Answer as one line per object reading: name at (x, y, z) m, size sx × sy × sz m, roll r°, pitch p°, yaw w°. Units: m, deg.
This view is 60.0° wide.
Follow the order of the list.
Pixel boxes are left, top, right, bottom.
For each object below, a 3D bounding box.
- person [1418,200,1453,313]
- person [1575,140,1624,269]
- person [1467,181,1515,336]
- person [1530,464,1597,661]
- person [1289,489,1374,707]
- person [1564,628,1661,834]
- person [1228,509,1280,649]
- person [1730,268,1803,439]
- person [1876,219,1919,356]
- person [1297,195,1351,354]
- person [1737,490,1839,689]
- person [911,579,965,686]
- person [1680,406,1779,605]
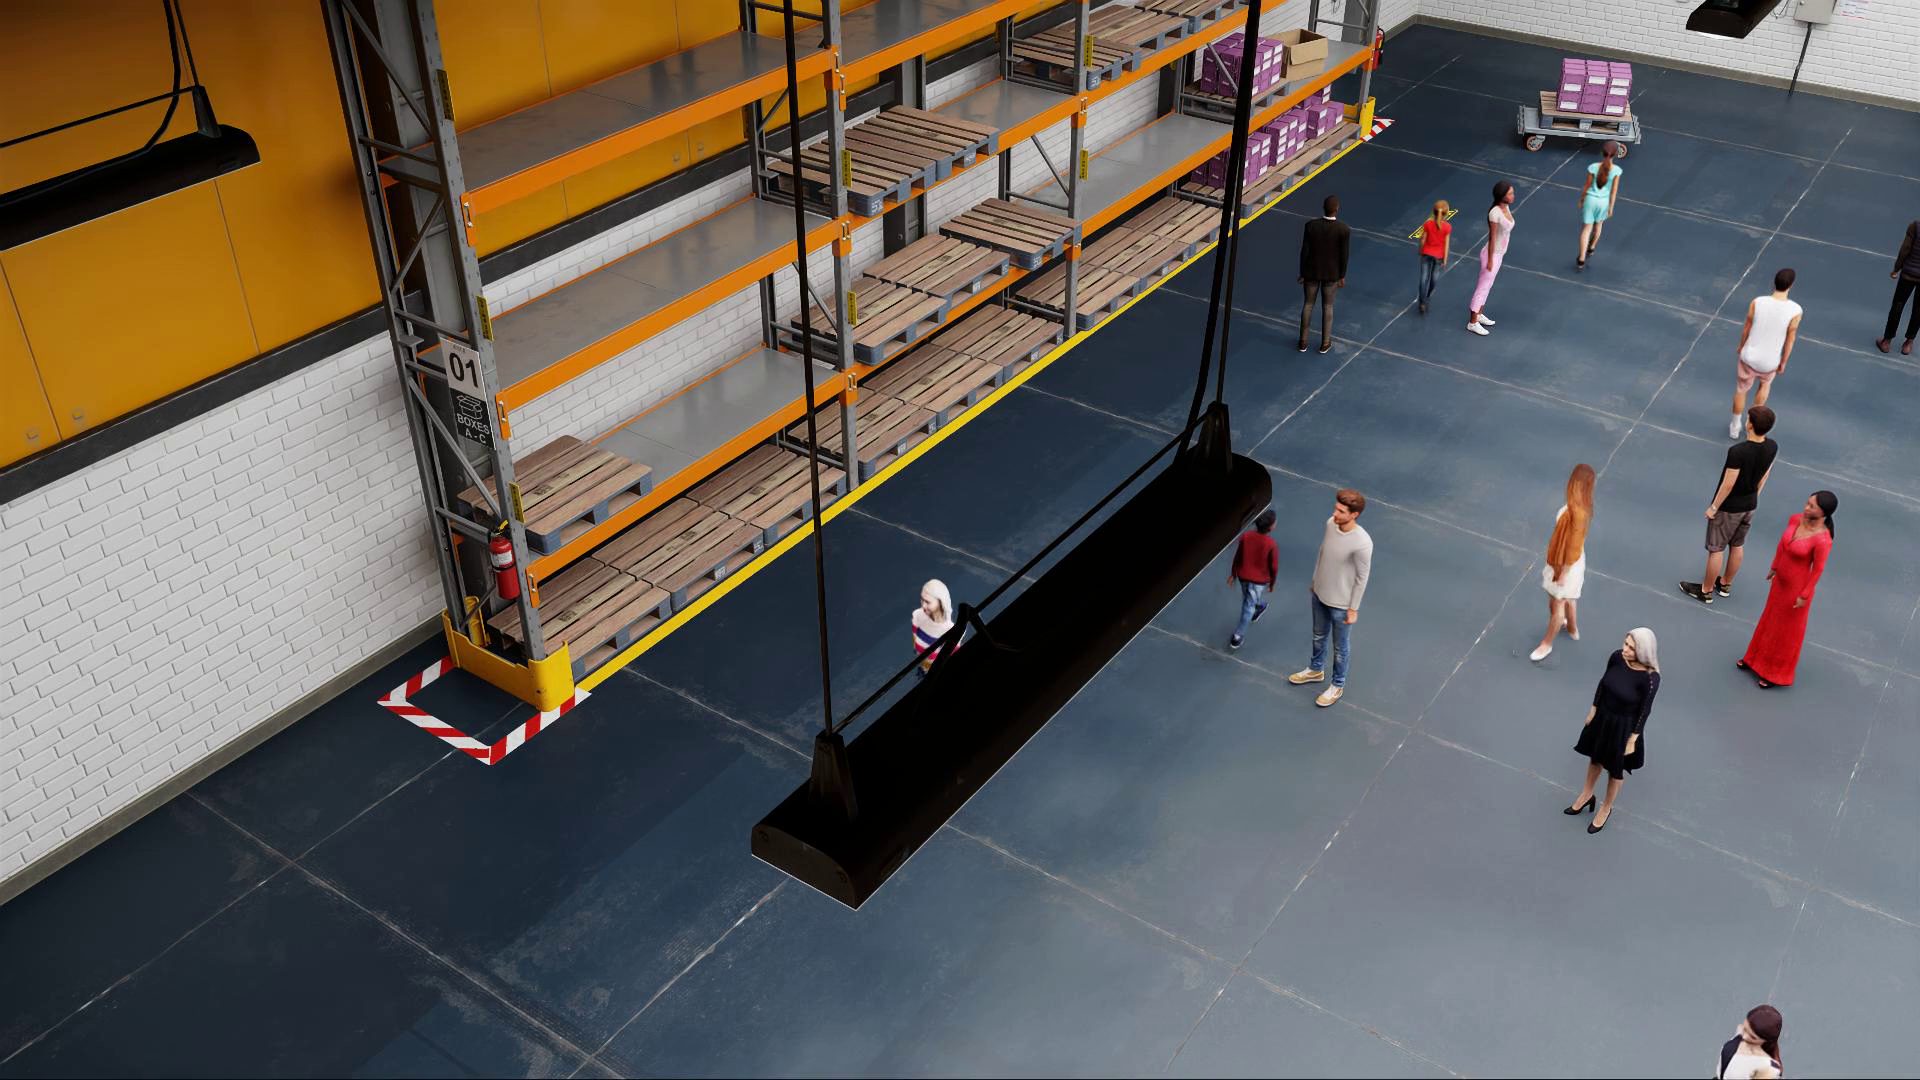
person at (5.408, -3.230, 19.063) m, size 0.630 × 1.284 × 0.939 m, roll 12°, pitch 35°, yaw 17°
person at (7.663, -4.026, 20.044) m, size 0.749 × 1.525 × 1.048 m, roll 11°, pitch 35°, yaw 16°
person at (5.934, -3.169, 18.560) m, size 0.646 × 1.740 × 0.461 m, roll 19°, pitch 38°, yaw 26°
person at (4.946, 0.218, 13.516) m, size 0.908 × 1.683 × 0.697 m, roll 4°, pitch 34°, yaw 5°
person at (2.946, 0.425, 13.005) m, size 0.729 × 1.904 × 0.752 m, roll -18°, pitch 37°, yaw -24°
person at (4.635, 1.337, 11.775) m, size 0.712 × 1.746 × 0.697 m, roll -16°, pitch 37°, yaw -23°
person at (2.387, 0.335, 13.757) m, size 0.535 × 1.221 × 0.851 m, roll 20°, pitch 39°, yaw 27°
person at (7.916, -1.804, 16.480) m, size 0.680 × 1.770 × 0.785 m, roll 16°, pitch 37°, yaw 23°
person at (10.424, -2.900, 18.069) m, size 0.765 × 1.836 × 0.687 m, roll 9°, pitch 35°, yaw 14°
person at (3.940, -2.894, 18.092) m, size 0.729 × 1.800 × 0.671 m, roll 9°, pitch 35°, yaw 13°
person at (6.608, 0.378, 13.183) m, size 0.776 × 1.784 × 0.725 m, roll -8°, pitch 34°, yaw -12°
person at (-0.094, 1.040, 12.198) m, size 0.706 × 1.772 × 1.122 m, roll 25°, pitch 41°, yaw 32°
person at (6.594, -0.306, 14.143) m, size 0.710 × 1.861 × 0.834 m, roll -14°, pitch 36°, yaw -19°
